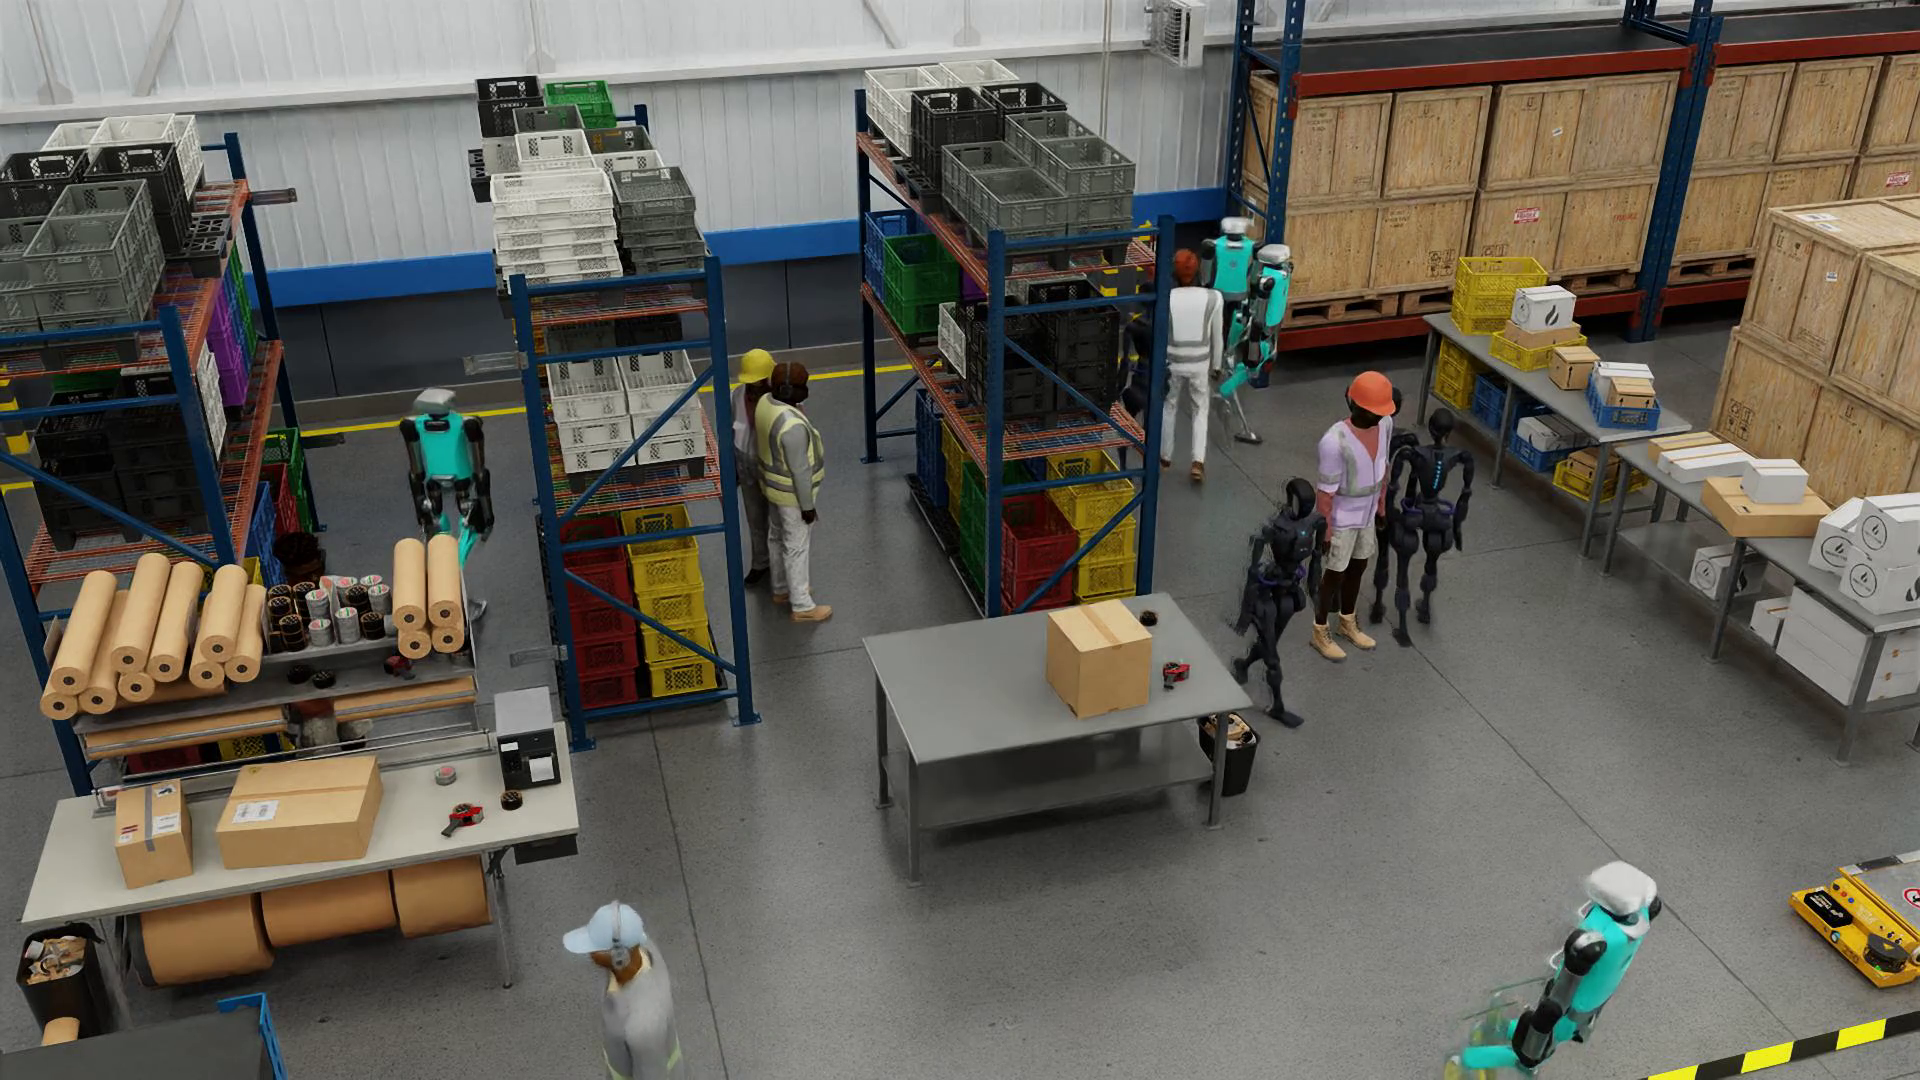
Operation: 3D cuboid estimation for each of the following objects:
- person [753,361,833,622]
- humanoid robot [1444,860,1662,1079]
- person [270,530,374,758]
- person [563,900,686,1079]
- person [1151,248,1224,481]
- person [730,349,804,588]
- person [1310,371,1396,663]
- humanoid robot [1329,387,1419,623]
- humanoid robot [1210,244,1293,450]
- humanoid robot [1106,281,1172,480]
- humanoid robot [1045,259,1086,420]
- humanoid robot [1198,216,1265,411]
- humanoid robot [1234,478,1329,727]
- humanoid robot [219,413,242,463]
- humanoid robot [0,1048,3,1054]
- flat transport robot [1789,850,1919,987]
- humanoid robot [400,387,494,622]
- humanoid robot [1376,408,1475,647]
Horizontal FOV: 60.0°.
[{"bbox_3d":[-1.118,-0.329,11.132,0.431,1.839,0.619,-14,32,-23],"label":"person"},{"bbox_3d":[2.387,1.984,7.040,0.554,1.774,0.803,-22,35,-34],"label":"humanoid robot"},{"bbox_3d":[-3.387,0.825,8.899,0.367,1.966,0.603,18,33,29],"label":"person"},{"bbox_3d":[-1.272,2.158,6.610,0.428,1.854,0.596,-7,30,-12],"label":"person"},{"bbox_3d":[1.747,-1.359,12.970,0.593,1.879,0.509,2,29,3],"label":"person"},{"bbox_3d":[-1.341,-0.465,11.392,0.589,1.823,0.403,14,32,24],"label":"person"},{"bbox_3d":[2.513,-0.147,10.611,0.609,2.028,0.404,-21,35,-33],"label":"person"},{"bbox_3d":[2.756,-0.247,11.150,0.603,1.646,0.324,13,32,23],"label":"humanoid robot"},{"bbox_3d":[2.285,-1.550,13.469,0.675,1.805,0.536,15,32,26],"label":"humanoid robot"},{"bbox_3d":[1.408,-1.243,12.957,0.584,1.650,0.415,-23,36,-35],"label":"humanoid robot"},{"bbox_3d":[0.839,-1.522,13.454,0.547,1.812,0.788,-19,34,-31],"label":"humanoid robot"},{"bbox_3d":[2.280,-1.984,14.290,0.544,1.818,0.793,2,29,4],"label":"humanoid robot"},{"bbox_3d":[1.920,0.316,10.189,0.590,1.639,0.744,-14,32,-24],"label":"humanoid robot"},{"bbox_3d":[-5.559,-0.938,12.458,0.771,1.622,0.610,-6,29,-10],"label":"humanoid robot"},{"bbox_3d":[-3.910,2.394,6.402,0.606,1.622,0.811,-23,36,-36],"label":"humanoid robot"},{"bbox_3d":[5.163,1.916,8.676,1.431,0.231,0.659,-8,30,-14],"label":"flat transport robot"},{"bbox_3d":[-3.342,-0.021,10.720,0.530,1.770,1.014,1,29,3],"label":"humanoid robot"},{"bbox_3d":[3.013,-0.113,10.932,0.599,1.655,0.570,1,29,2],"label":"humanoid robot"}]
